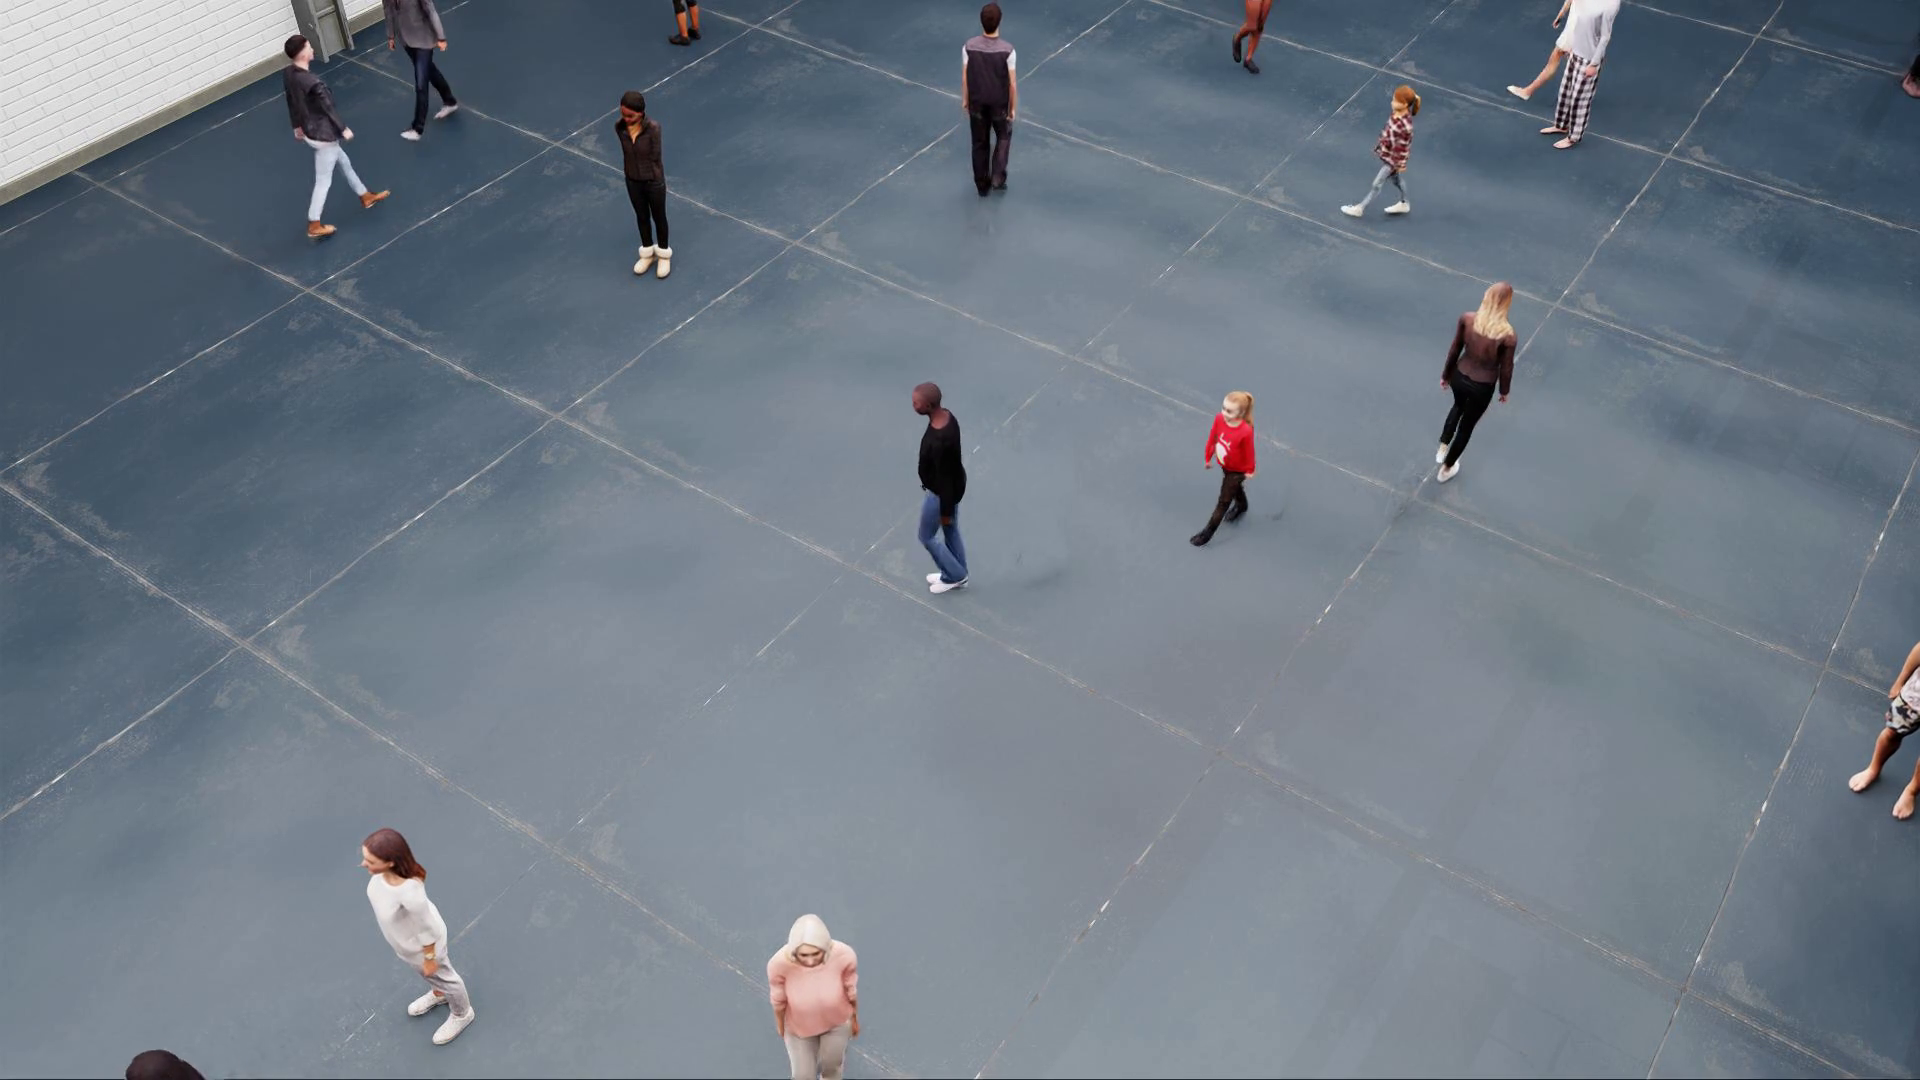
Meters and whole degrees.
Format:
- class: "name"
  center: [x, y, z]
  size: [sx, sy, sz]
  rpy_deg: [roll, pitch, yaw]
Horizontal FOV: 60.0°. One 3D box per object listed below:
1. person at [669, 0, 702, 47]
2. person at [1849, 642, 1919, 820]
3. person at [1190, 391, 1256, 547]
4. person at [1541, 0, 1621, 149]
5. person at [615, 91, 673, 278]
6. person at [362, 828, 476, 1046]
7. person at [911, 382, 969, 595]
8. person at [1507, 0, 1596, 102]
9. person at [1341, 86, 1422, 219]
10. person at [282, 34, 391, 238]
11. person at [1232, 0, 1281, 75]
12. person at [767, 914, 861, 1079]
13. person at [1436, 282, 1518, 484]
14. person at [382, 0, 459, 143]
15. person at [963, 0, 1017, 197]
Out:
- class: "person"
  center: [-2.915, -5.956, 17.202]
  size: [0.656, 1.667, 0.478]
  rpy_deg: [20, 47, 20]
- class: "person"
  center: [5.847, 0.914, 9.886]
  size: [0.706, 1.812, 0.628]
  rpy_deg: [34, 53, 30]
- class: "person"
  center: [1.983, -0.565, 11.846]
  size: [0.939, 1.249, 0.645]
  rpy_deg: [-31, 52, -28]
- class: "person"
  center: [5.903, -4.585, 15.633]
  size: [0.765, 1.847, 0.700]
  rpy_deg: [-6, 44, -7]
- class: "person"
  center: [-2.685, -3.083, 14.190]
  size: [0.679, 1.661, 0.744]
  rpy_deg: [13, 45, 13]
- class: "person"
  center: [-2.868, 2.059, 8.774]
  size: [0.607, 1.688, 0.641]
  rpy_deg: [-32, 52, -29]
- class: "person"
  center: [-0.020, -0.341, 11.265]
  size: [0.804, 1.726, 0.710]
  rpy_deg: [2, 44, 3]
- class: "person"
  center: [6.132, -5.019, 16.225]
  size: [1.071, 1.658, 1.148]
  rpy_deg: [0, 44, 0]
- class: "person"
  center: [3.931, -3.436, 14.846]
  size: [0.935, 1.269, 0.906]
  rpy_deg: [-4, 44, -4]
- class: "person"
  center: [-5.636, -3.473, 14.498]
  size: [0.747, 1.803, 1.162]
  rpy_deg: [31, 52, 28]
- class: "person"
  center: [2.983, -5.577, 16.758]
  size: [0.747, 1.731, 0.806]
  rpy_deg: [-16, 46, -16]
- class: "person"
  center: [-0.724, 2.350, 8.449]
  size: [0.815, 1.715, 0.871]
  rpy_deg: [-8, 44, -9]
- class: "person"
  center: [3.681, -1.084, 12.074]
  size: [0.651, 1.687, 0.664]
  rpy_deg: [-33, 53, -30]
- class: "person"
  center: [-5.132, -4.786, 15.866]
  size: [0.804, 1.816, 1.184]
  rpy_deg: [20, 47, 20]
- class: "person"
  center: [0.249, -3.878, 14.897]
  size: [0.779, 1.838, 0.813]
  rpy_deg: [5, 44, 6]
